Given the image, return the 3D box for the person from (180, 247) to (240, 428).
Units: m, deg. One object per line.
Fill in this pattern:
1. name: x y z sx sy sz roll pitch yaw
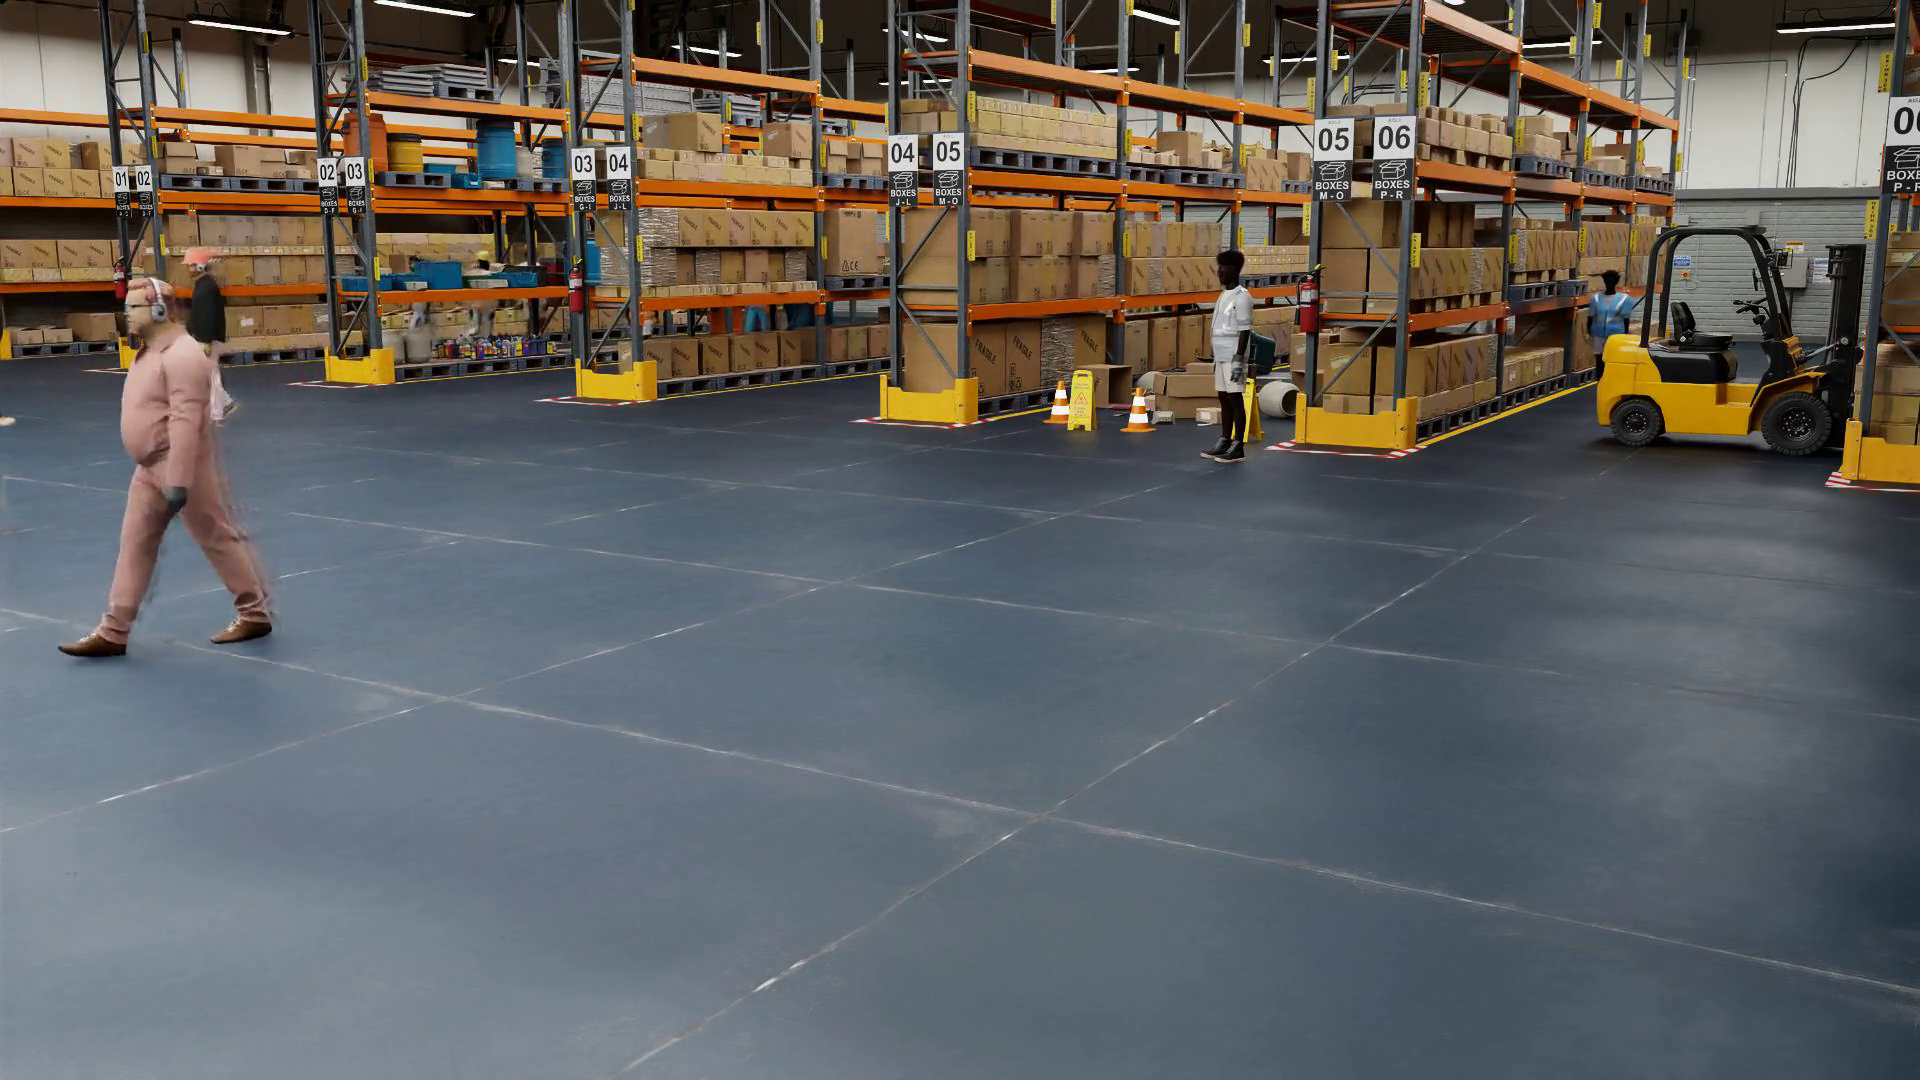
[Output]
1. person: -8.254 -2.204 18.202 0.434 1.979 0.642 -7 12 -33

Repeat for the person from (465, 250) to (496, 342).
1. person: -8.290 -4.040 28.690 0.610 1.904 0.692 4 11 23

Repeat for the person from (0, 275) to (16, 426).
1. person: -10.754 -2.183 18.466 0.327 1.842 0.517 -5 11 -28

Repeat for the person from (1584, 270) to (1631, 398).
1. person: 8.409 -2.663 21.633 0.539 1.682 0.439 6 12 32

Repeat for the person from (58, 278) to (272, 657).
1. person: -3.927 -0.355 8.202 0.664 1.852 0.986 10 14 43

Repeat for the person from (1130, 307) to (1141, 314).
1. person: 3.020 -4.290 30.008 0.542 1.938 0.357 5 11 26

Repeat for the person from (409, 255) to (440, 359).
1. person: -8.655 -3.617 26.536 0.544 1.823 0.957 6 12 29

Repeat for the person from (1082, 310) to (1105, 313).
1. person: 2.418 -4.396 30.628 0.585 1.927 0.366 4 11 24

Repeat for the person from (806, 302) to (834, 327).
1. person: -2.565 -4.434 30.739 0.627 1.967 0.783 9 14 42

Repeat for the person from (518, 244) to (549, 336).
1. person: -7.768 -4.389 30.300 0.635 2.026 0.423 4 11 19

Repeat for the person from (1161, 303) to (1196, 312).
1. person: 3.941 -4.368 30.153 0.697 2.000 0.632 1 10 8

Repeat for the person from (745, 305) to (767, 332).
1. person: -3.434 -3.852 27.919 0.589 1.802 0.880 4 11 21

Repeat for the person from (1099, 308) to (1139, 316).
1. person: 2.619 -3.742 27.091 0.636 1.899 1.005 5 11 28

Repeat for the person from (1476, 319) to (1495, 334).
1. person: 9.989 -4.577 31.716 0.686 1.902 0.706 6 12 29

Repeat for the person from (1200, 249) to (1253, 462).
1. person: 2.501 -1.707 15.456 0.367 1.967 0.606 -2 10 -13

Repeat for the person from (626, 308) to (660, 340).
1. person: -5.111 -3.553 26.642 0.529 1.661 0.834 1 10 6
